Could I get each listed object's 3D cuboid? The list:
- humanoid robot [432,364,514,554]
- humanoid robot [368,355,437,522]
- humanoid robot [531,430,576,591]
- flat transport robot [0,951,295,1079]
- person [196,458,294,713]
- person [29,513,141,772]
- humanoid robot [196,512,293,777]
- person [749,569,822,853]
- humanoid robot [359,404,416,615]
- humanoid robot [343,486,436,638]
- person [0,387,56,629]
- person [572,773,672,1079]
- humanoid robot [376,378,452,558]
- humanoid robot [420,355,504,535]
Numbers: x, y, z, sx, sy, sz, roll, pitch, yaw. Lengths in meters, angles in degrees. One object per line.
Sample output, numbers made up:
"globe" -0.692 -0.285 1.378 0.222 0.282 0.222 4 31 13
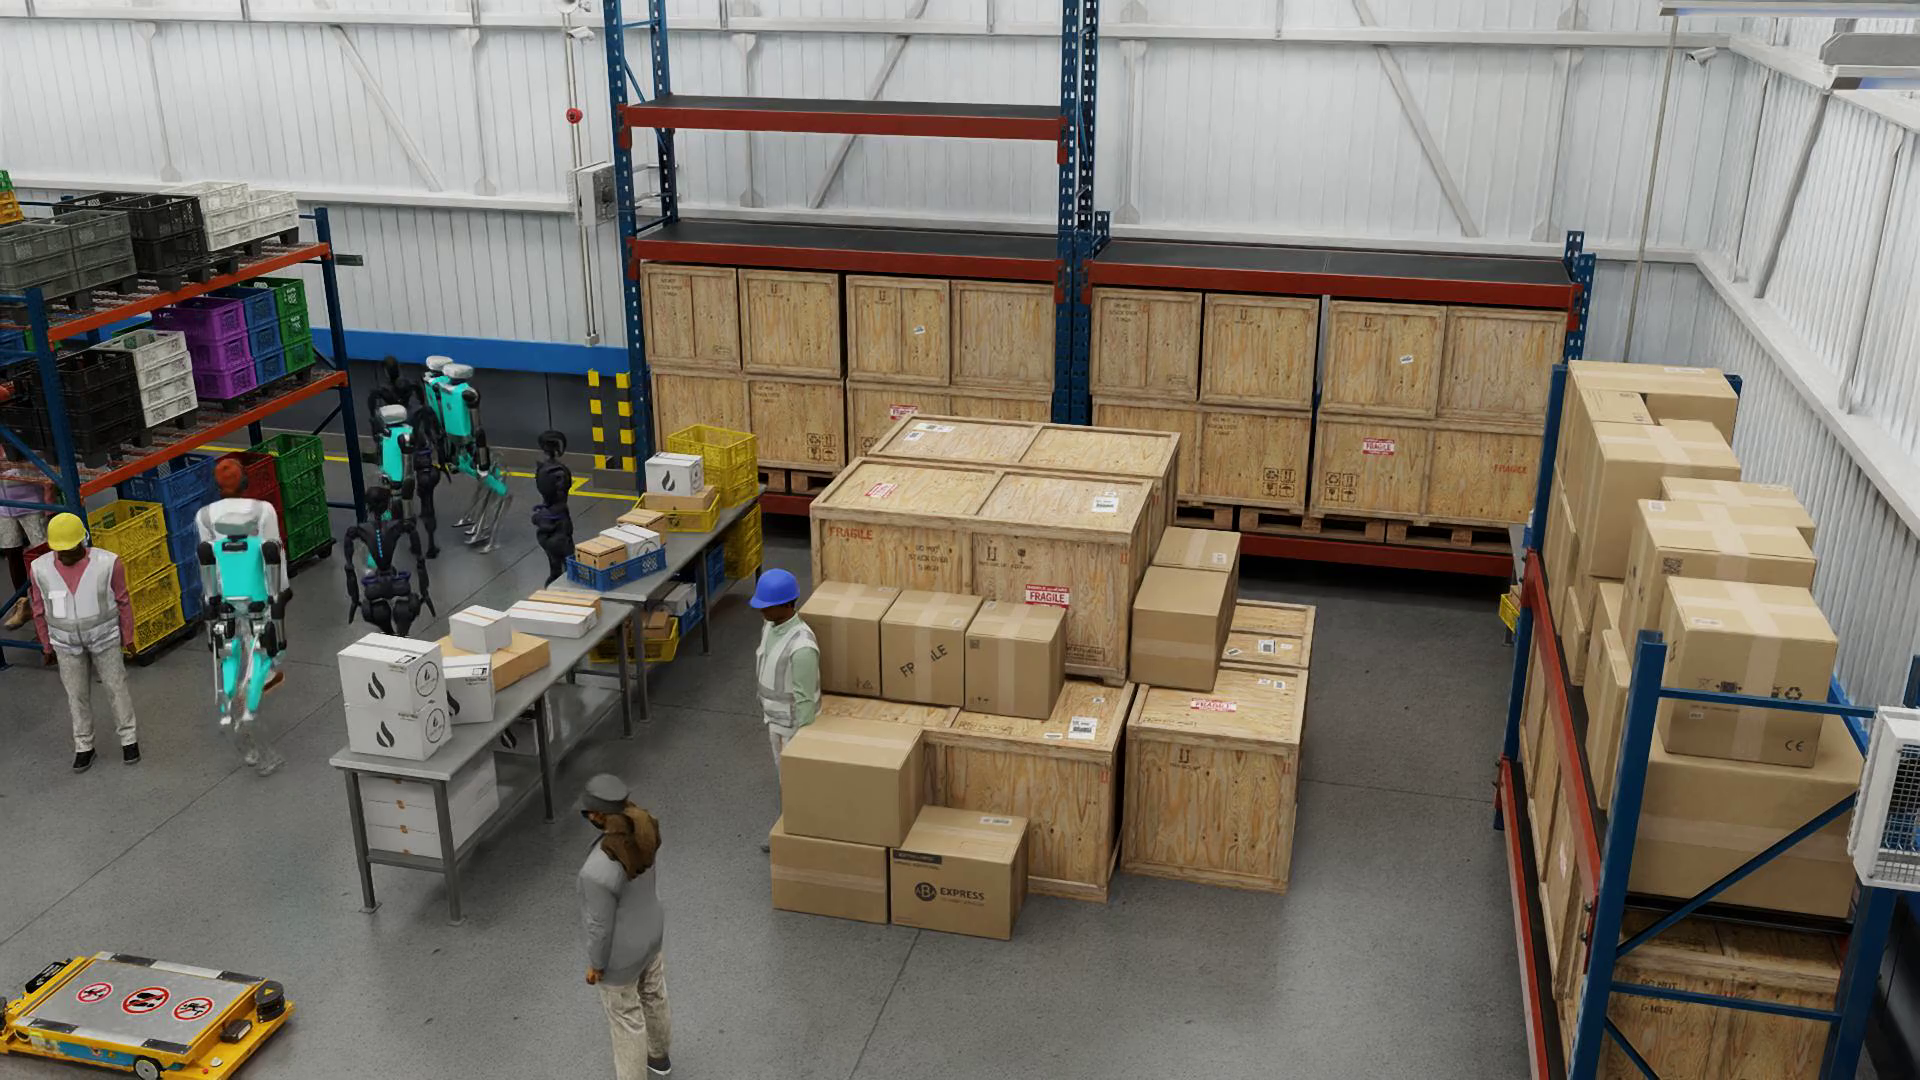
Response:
"humanoid robot" -4.289 -0.778 14.961 0.536 1.747 0.701 14 25 32
"humanoid robot" -5.268 -0.983 15.680 0.603 1.631 0.599 -16 26 -36
"humanoid robot" -3.257 -0.084 13.285 0.388 1.636 0.585 -12 24 -29
"flat transport robot" -4.270 2.464 8.601 1.431 0.231 0.659 5 22 13
"person" -5.128 0.340 11.924 0.586 1.859 0.738 1 21 3
"person" -5.832 0.670 11.117 0.588 1.822 0.403 -7 22 -18
"humanoid robot" -4.768 0.754 11.009 0.539 1.777 0.749 -1 21 -4
"person" -1.027 1.065 9.926 0.411 1.939 0.602 -10 23 -24
"humanoid robot" -4.712 -0.128 13.496 0.719 1.900 0.539 -15 26 -35
"humanoid robot" -4.145 0.416 12.089 0.611 1.633 0.783 -6 22 -16
"person" -7.515 -0.258 13.255 0.605 2.033 0.388 -2 21 -4
"person" -1.595 1.910 7.951 0.402 1.764 0.563 7 22 17
"humanoid robot" -4.844 -0.656 14.786 0.599 1.643 0.375 -4 21 -11
"humanoid robot" -4.450 -0.898 15.151 0.735 1.677 0.533 -17 27 -37
